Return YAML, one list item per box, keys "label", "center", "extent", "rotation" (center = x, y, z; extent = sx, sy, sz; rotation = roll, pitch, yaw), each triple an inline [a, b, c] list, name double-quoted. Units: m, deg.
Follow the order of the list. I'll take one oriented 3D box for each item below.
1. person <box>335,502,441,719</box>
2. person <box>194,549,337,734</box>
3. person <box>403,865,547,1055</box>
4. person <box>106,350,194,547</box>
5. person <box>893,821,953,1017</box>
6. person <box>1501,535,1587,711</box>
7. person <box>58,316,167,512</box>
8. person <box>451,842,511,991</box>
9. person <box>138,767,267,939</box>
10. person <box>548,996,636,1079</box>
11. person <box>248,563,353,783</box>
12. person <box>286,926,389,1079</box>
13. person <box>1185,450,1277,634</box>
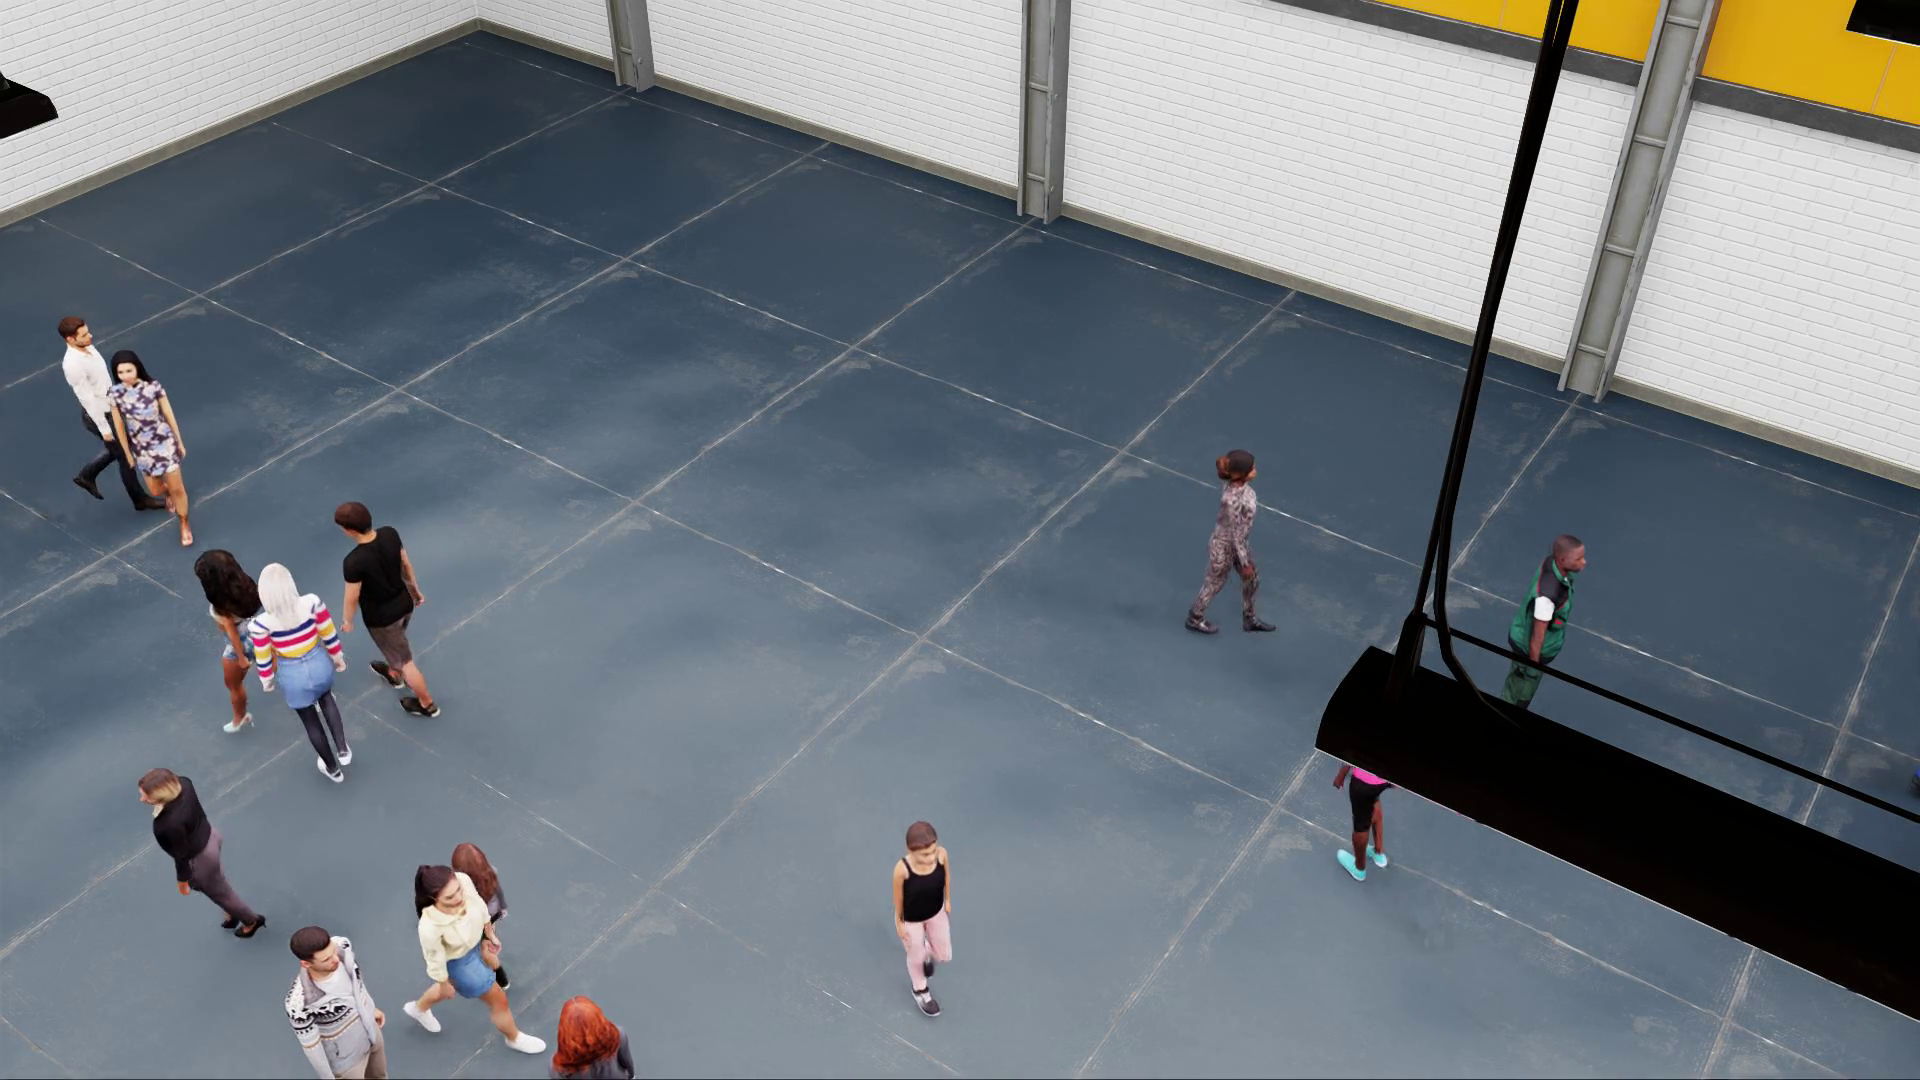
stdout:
- label: "person"
  center: [-3.896, 0.518, 11.538]
  extent: [1.015, 1.840, 0.819]
  rotation: [14, 41, 17]
- label: "person"
  center: [-4.860, 0.711, 11.493]
  extent: [1.060, 1.594, 1.006]
  rotation: [-6, 39, -8]
- label: "person"
  center: [-2.886, 2.354, 9.432]
  extent: [1.186, 1.599, 0.937]
  rotation: [6, 39, 7]
- label: "person"
  center: [-6.410, -0.785, 13.264]
  extent: [0.833, 1.721, 0.946]
  rotation: [-15, 41, -17]
- label: "person"
  center: [-0.262, 2.141, 9.738]
  extent: [0.685, 1.550, 0.789]
  rotation: [-18, 42, -21]
- label: "person"
  center: [3.918, 0.697, 11.317]
  extent: [0.659, 1.837, 0.733]
  rotation: [15, 41, 18]
- label: "person"
  center: [-6.996, -0.973, 13.399]
  extent: [1.049, 1.847, 1.004]
  rotation: [-9, 39, -11]
- label: "person"
  center: [-2.868, 2.257, 9.967]
  extent: [0.568, 1.083, 0.796]
  rotation: [-30, 47, -32]
- label: "person"
  center: [-4.444, 1.898, 9.964]
  extent: [0.811, 1.647, 0.742]
  rotation: [-6, 39, -8]
- label: "person"
  center: [-1.850, 2.922, 8.576]
  extent: [0.640, 1.780, 0.619]
  rotation: [-24, 44, -27]
- label: "person"
  center: [-4.317, 0.931, 11.055]
  extent: [0.760, 1.797, 0.716]
  rotation: [-27, 46, -30]
- label: "person"
  center: [-3.260, 2.658, 8.843]
  extent: [0.716, 1.860, 0.765]
  rotation: [7, 39, 9]
- label: "person"
  center: [1.888, 0.050, 12.245]
  extent: [0.964, 1.690, 0.723]
  rotation: [13, 41, 16]
